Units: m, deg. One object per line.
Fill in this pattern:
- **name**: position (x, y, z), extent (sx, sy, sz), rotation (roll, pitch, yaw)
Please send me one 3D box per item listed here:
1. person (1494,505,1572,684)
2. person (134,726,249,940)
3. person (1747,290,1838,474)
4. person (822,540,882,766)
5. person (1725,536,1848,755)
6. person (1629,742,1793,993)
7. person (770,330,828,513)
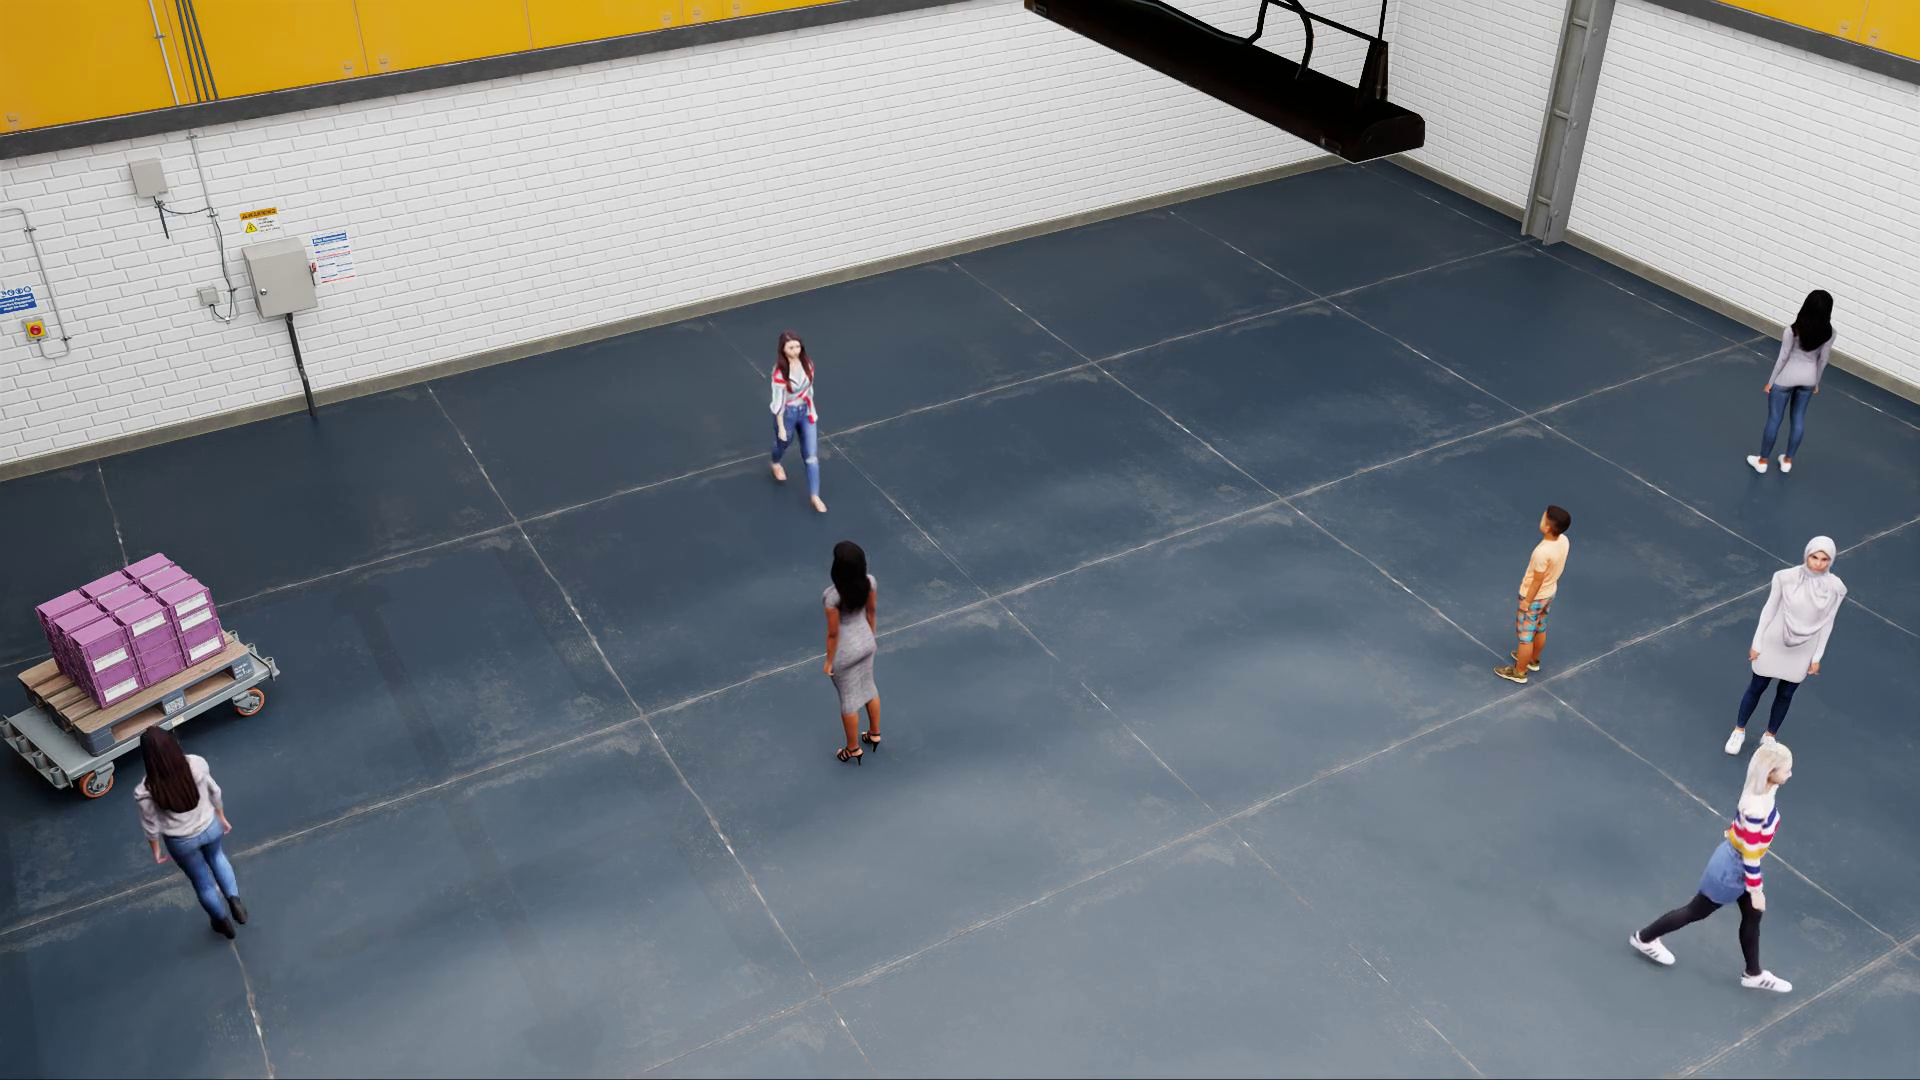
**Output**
- **person**: position (4.245, 0.387, 12.195), extent (0.562, 1.461, 0.580), rotation (28, 43, 35)
- **person**: position (-4.530, 1.795, 9.930), extent (0.709, 1.625, 0.704), rotation (24, 41, 32)
- **person**: position (7.337, -1.387, 14.617), extent (0.689, 1.734, 0.696), rotation (1, 34, 1)
- **person**: position (-0.731, 0.771, 11.328), extent (0.639, 1.781, 0.607), rotation (-28, 43, -35)
- **person**: position (5.664, 0.734, 11.389), extent (0.665, 1.776, 0.748), rotation (12, 35, 17)
- **person**: position (4.403, 1.890, 9.660), extent (1.237, 1.765, 0.982), rotation (21, 39, 28)
- **person**: position (-1.475, -1.081, 14.305), extent (0.607, 1.571, 1.098), rotation (-19, 38, -26)
